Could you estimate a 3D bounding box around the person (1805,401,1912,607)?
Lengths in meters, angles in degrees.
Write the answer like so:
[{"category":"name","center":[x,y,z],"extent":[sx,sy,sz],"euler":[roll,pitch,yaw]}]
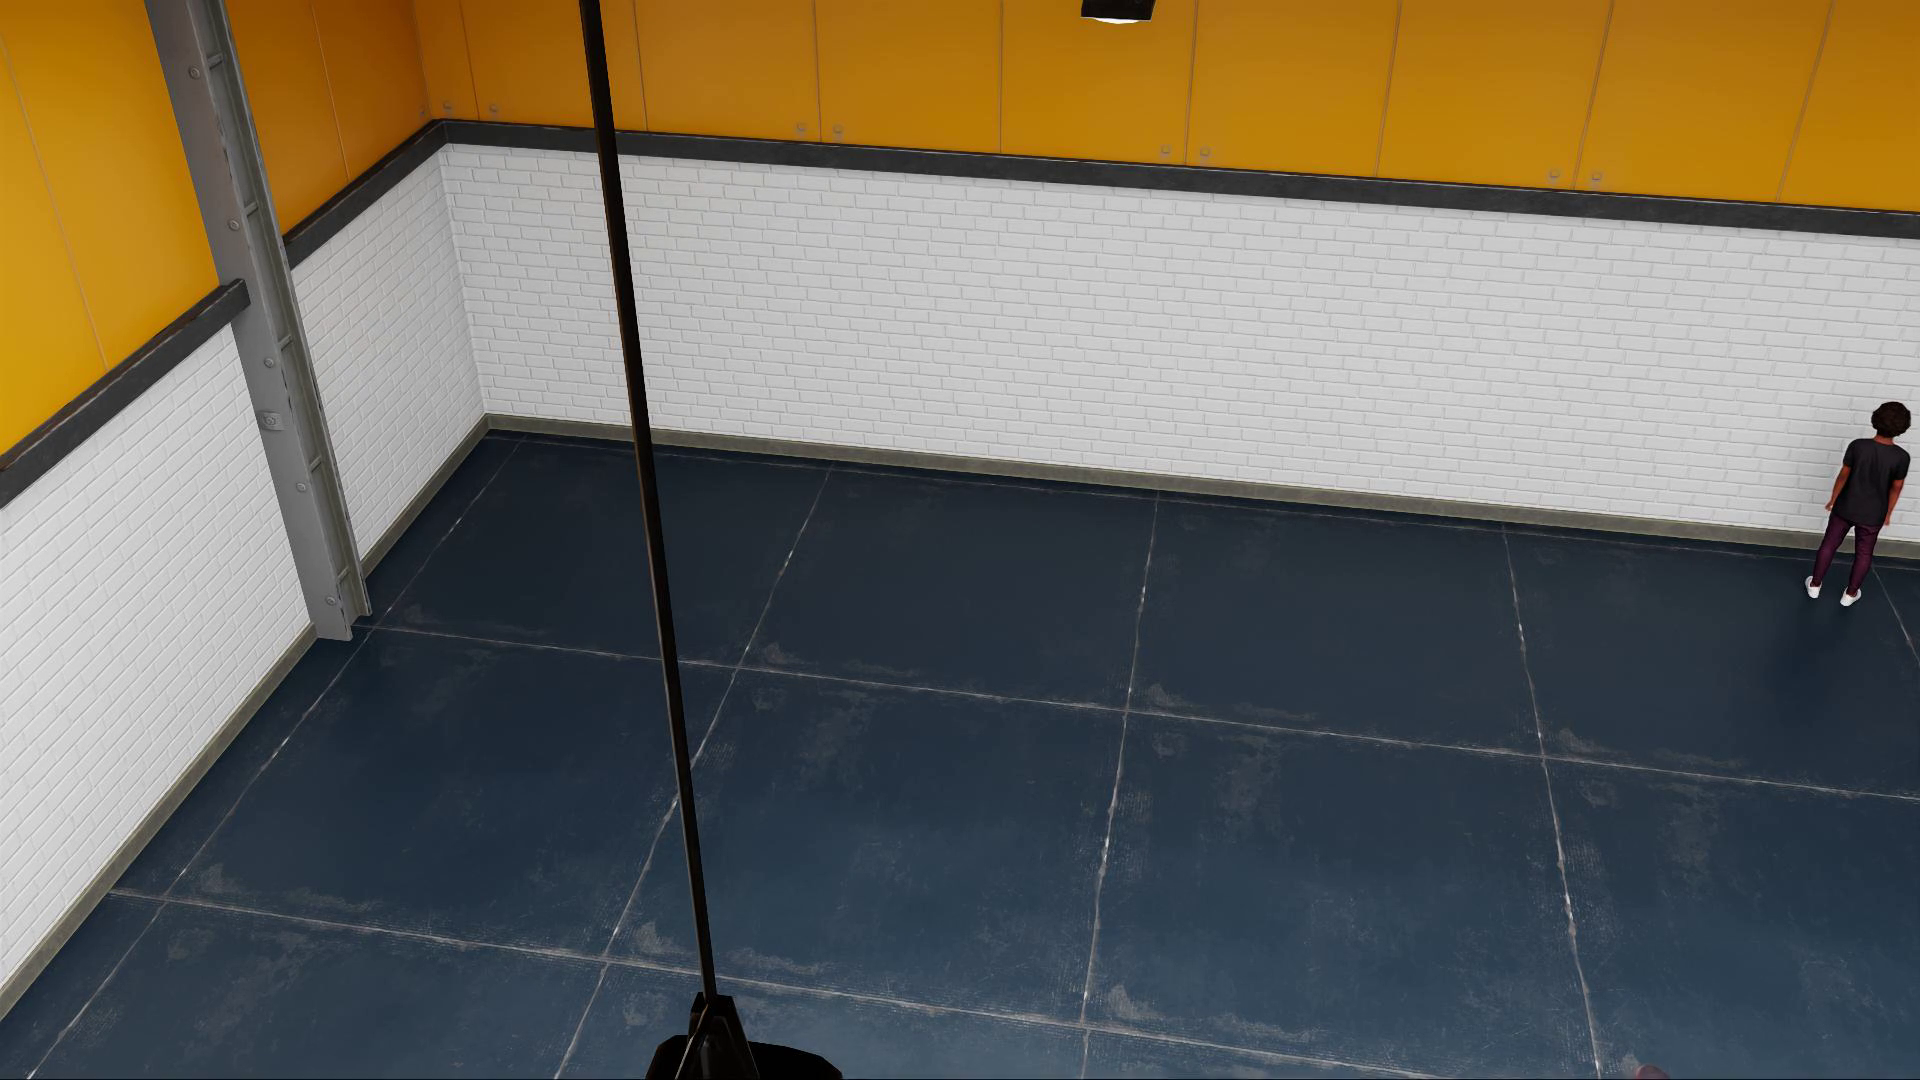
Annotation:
[{"category":"person","center":[7.121,-0.291,13.134],"extent":[0.699,1.783,0.679],"euler":[17,37,24]}]
